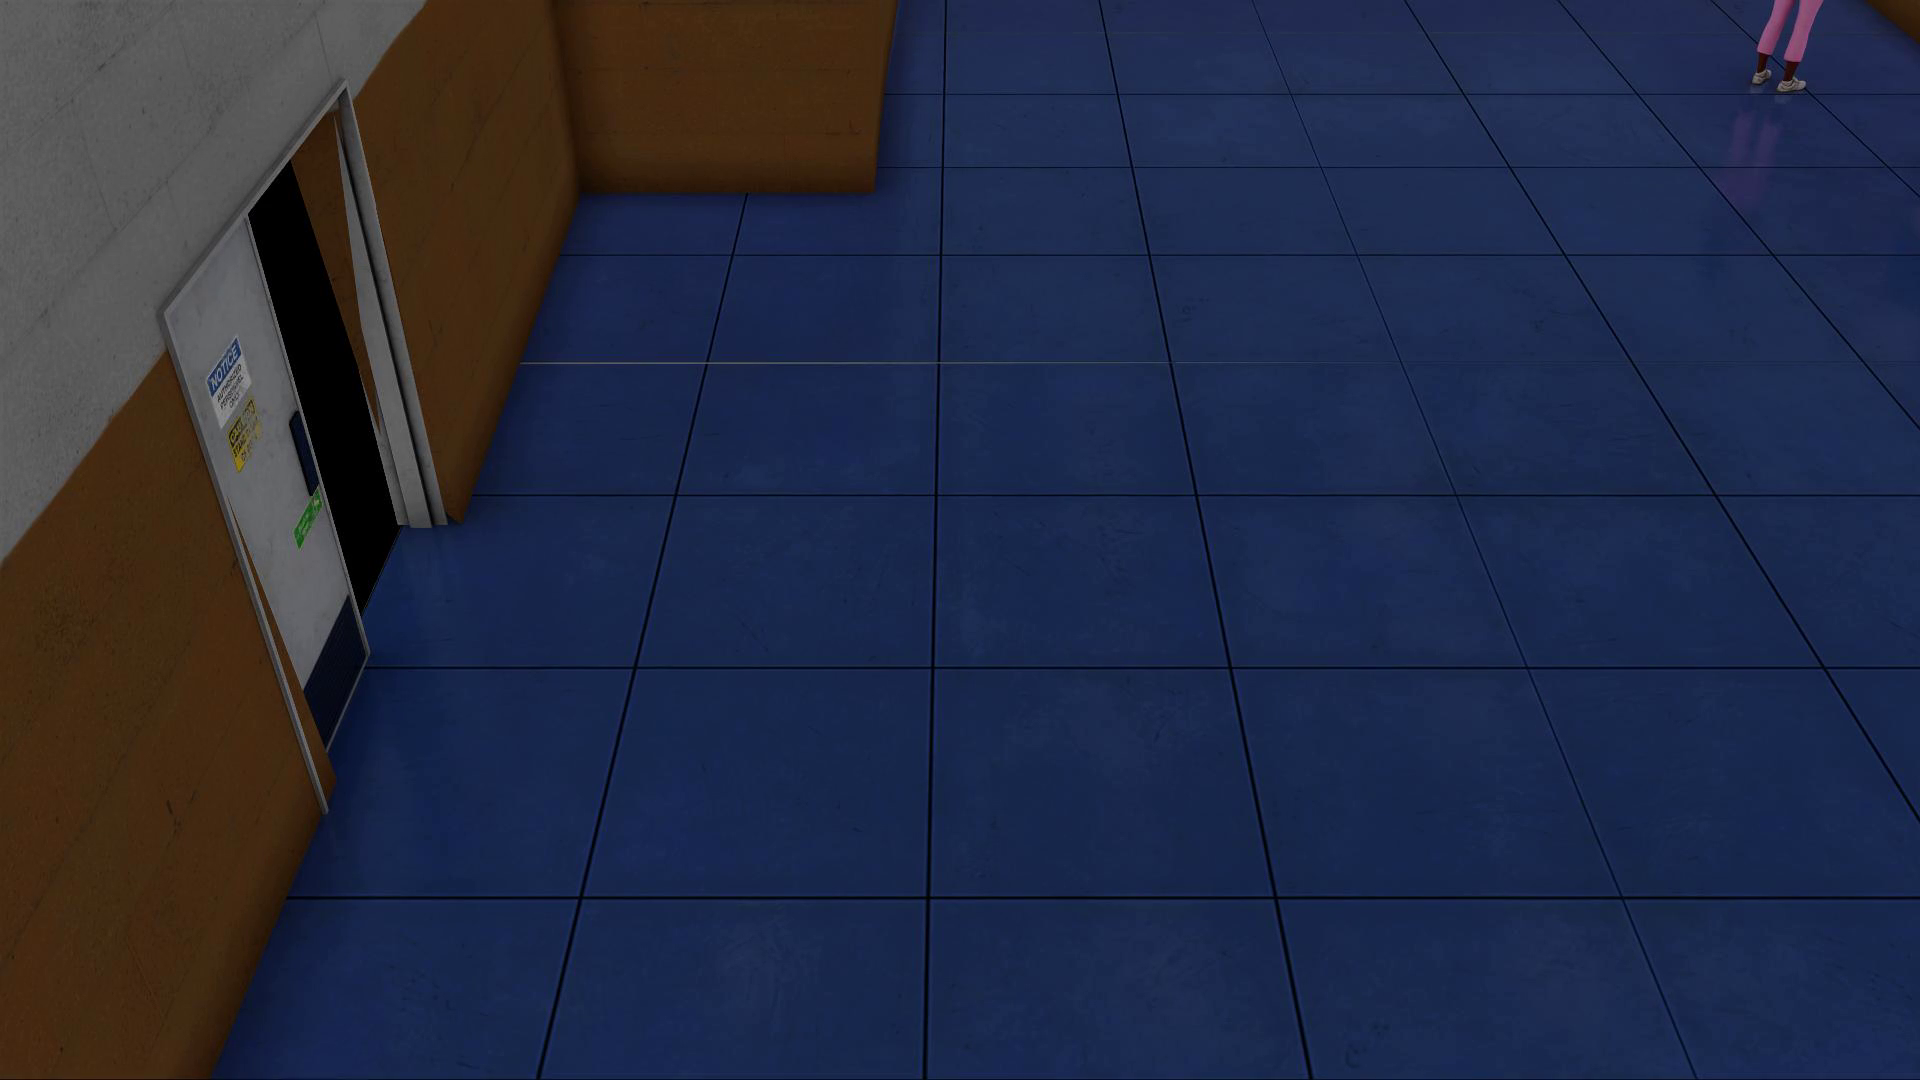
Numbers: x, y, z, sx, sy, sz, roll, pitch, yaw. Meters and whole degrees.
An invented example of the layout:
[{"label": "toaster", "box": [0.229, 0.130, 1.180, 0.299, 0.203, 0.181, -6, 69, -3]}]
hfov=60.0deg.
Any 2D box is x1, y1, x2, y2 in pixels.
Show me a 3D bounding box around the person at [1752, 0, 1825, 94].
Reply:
[{"label": "person", "box": [6.312, -4.231, 12.397, 0.697, 1.742, 0.656, -26, 44, -31]}]
